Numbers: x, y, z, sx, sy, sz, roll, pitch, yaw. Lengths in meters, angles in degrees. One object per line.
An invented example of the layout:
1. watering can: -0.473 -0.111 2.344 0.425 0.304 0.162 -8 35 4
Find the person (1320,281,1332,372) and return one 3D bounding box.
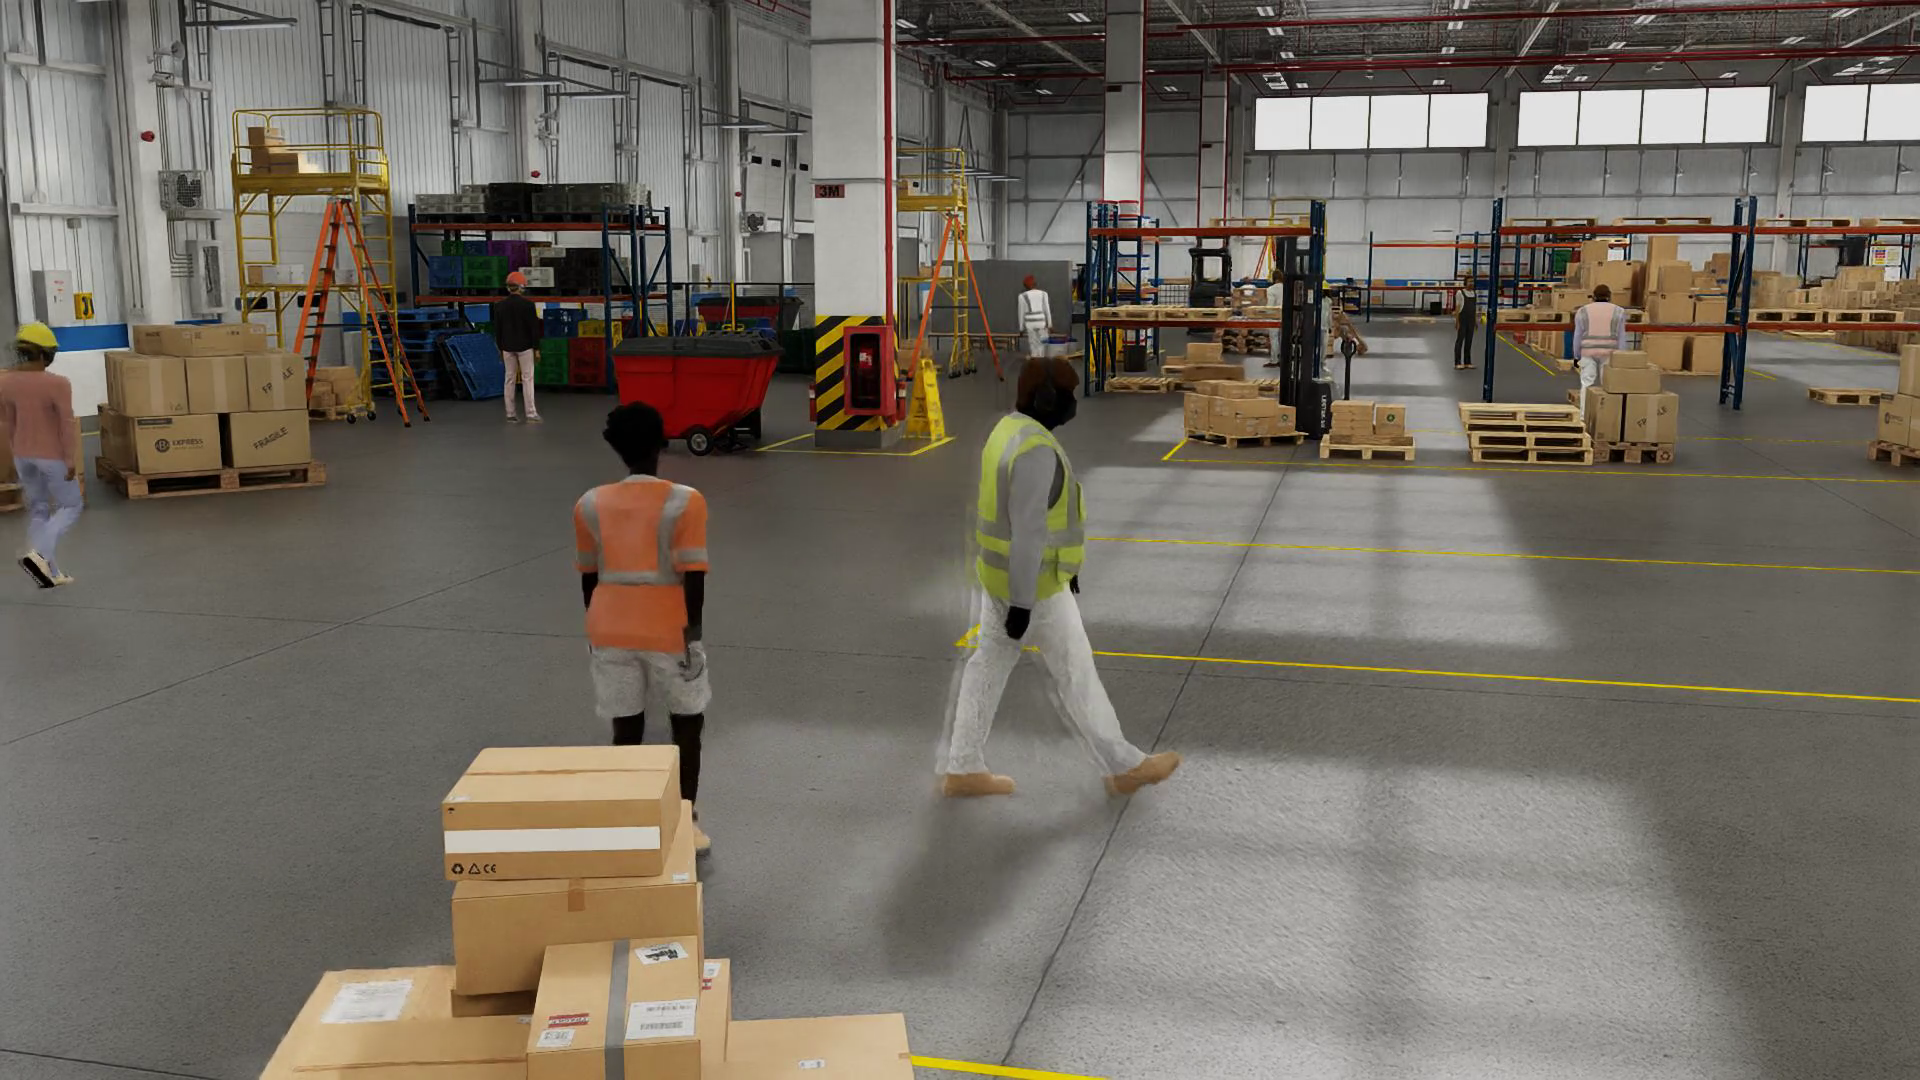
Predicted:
1. person: 6.883 -4.062 31.680 0.489 1.735 0.336 -4 10 -21

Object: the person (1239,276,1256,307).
1. person: 8.723 -7.195 50.473 0.523 1.611 0.622 1 10 7

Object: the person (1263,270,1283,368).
1. person: 6.265 -4.372 32.915 0.632 1.940 0.368 -8 13 -41

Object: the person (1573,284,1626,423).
1. person: 8.195 -2.356 21.351 0.624 1.837 0.430 4 10 22

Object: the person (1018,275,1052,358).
1. person: 1.336 -3.902 30.407 0.636 1.853 0.633 -4 10 -22

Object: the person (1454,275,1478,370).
1. person: 9.873 -4.240 32.413 0.513 1.845 0.335 -4 11 -24

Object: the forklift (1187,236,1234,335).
1. forklift: 7.033 -7.119 46.318 1.129 2.768 1.873 3 10 16

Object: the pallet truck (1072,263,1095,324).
1. pallet truck: 4.325 -8.180 55.162 0.823 1.965 1.885 6 11 31

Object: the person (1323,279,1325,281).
1. person: 10.334 -7.032 48.582 0.631 1.936 0.362 0 10 2

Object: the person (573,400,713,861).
1. person: -1.135 0.347 5.899 0.549 1.662 0.472 2 10 13

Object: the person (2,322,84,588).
1. person: -6.008 -0.533 10.846 0.528 1.757 0.483 2 10 11

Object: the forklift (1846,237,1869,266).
1. forklift: 28.143 -8.140 52.330 1.873 2.768 1.129 2 10 14

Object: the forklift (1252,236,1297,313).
1. forklift: 9.965 -7.933 51.113 1.873 2.768 1.129 -2 10 -14

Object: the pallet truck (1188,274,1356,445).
1. pallet truck: 3.653 -2.138 19.590 1.885 1.965 0.823 -4 10 -20

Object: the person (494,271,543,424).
1. person: -5.785 -2.515 21.814 0.612 1.995 0.382 2 10 12

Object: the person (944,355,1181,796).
1. person: 0.389 0.162 6.651 0.982 1.787 0.652 -2 10 -12
